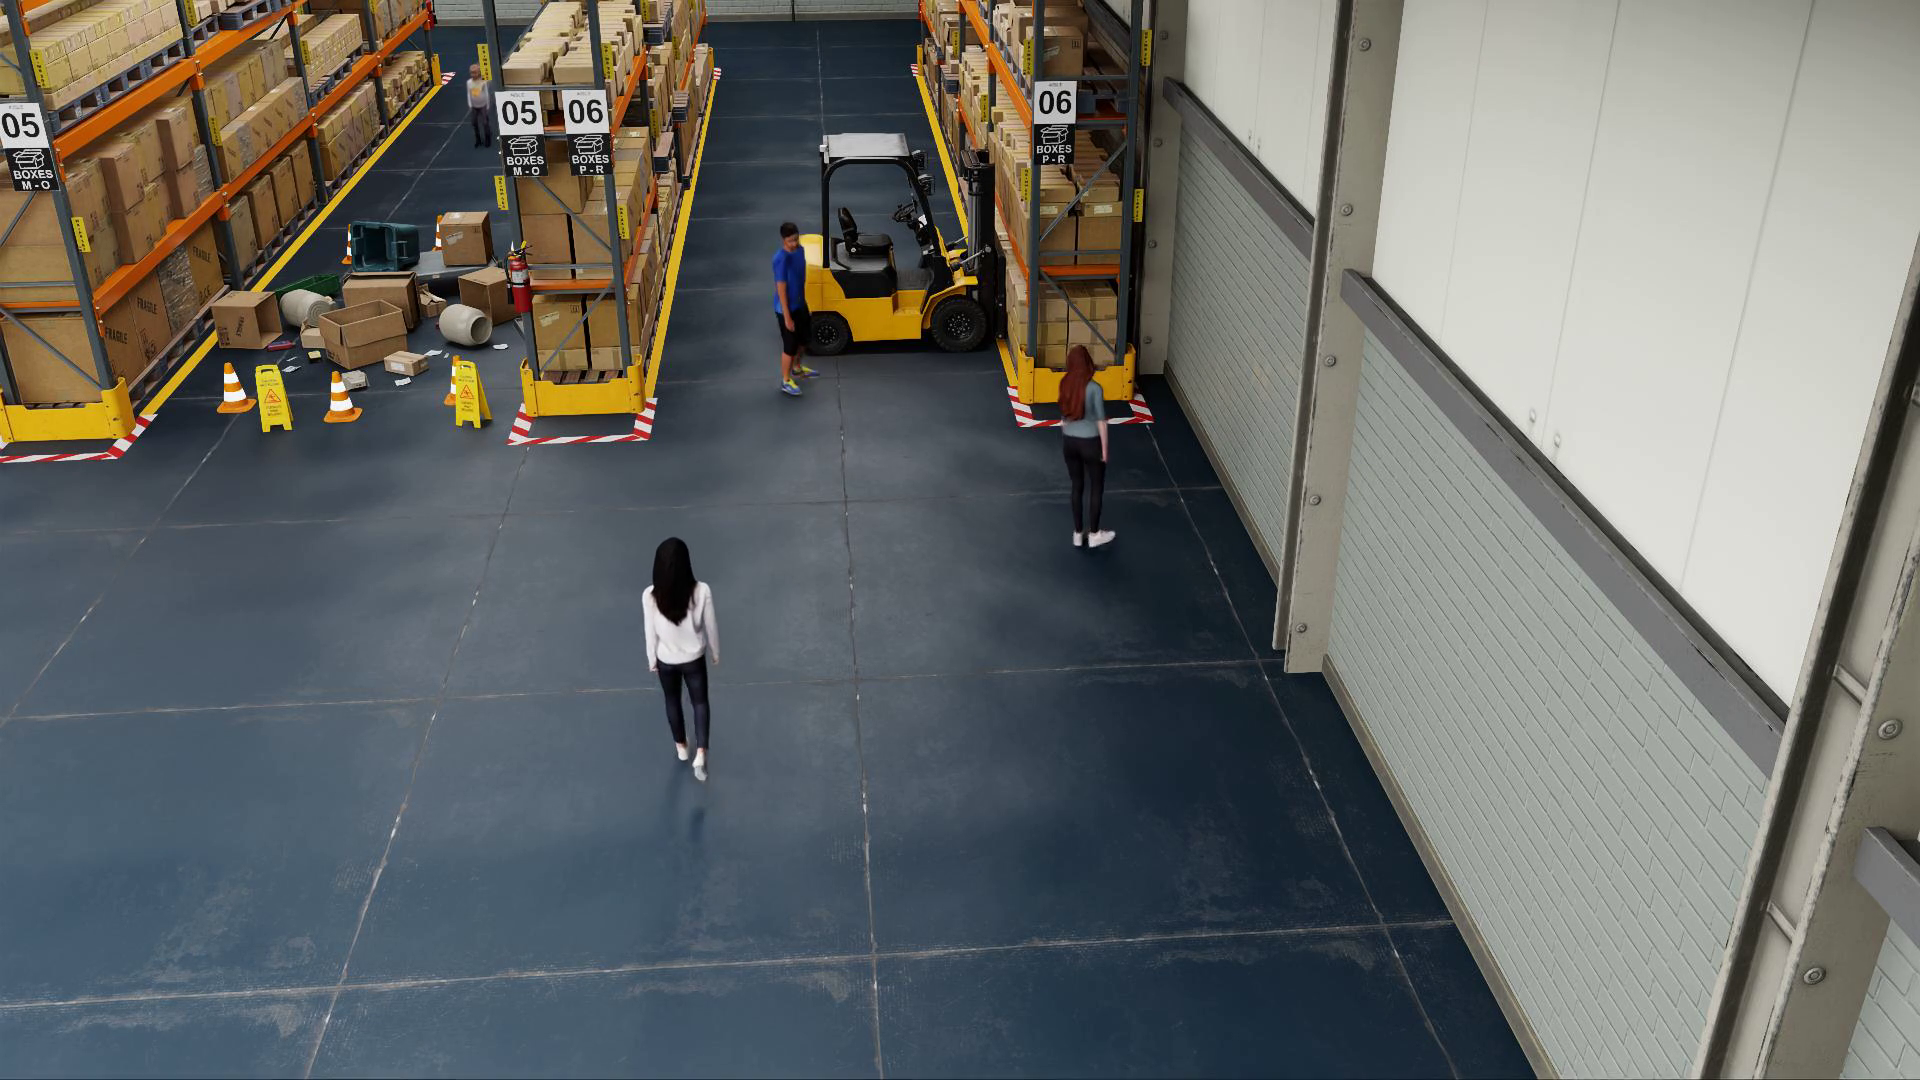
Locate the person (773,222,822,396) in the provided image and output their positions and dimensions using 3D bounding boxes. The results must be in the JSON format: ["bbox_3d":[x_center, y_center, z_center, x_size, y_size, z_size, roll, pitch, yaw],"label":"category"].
[{"bbox_3d":[-1.717,-2.332,16.724,0.993,1.826,0.822,5,28,10],"label":"person"}]

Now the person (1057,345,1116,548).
[{"bbox_3d":[1.027,-0.755,13.776,0.762,1.719,0.742,-24,35,-38],"label":"person"}]

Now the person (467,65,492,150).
[{"bbox_3d":[-7.487,-6.792,25.996,0.551,1.265,0.651,1,27,2],"label":"person"}]

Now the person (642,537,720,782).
[{"bbox_3d":[-1.810,0.808,10.782,0.670,1.682,0.968,-5,28,-9],"label":"person"}]
